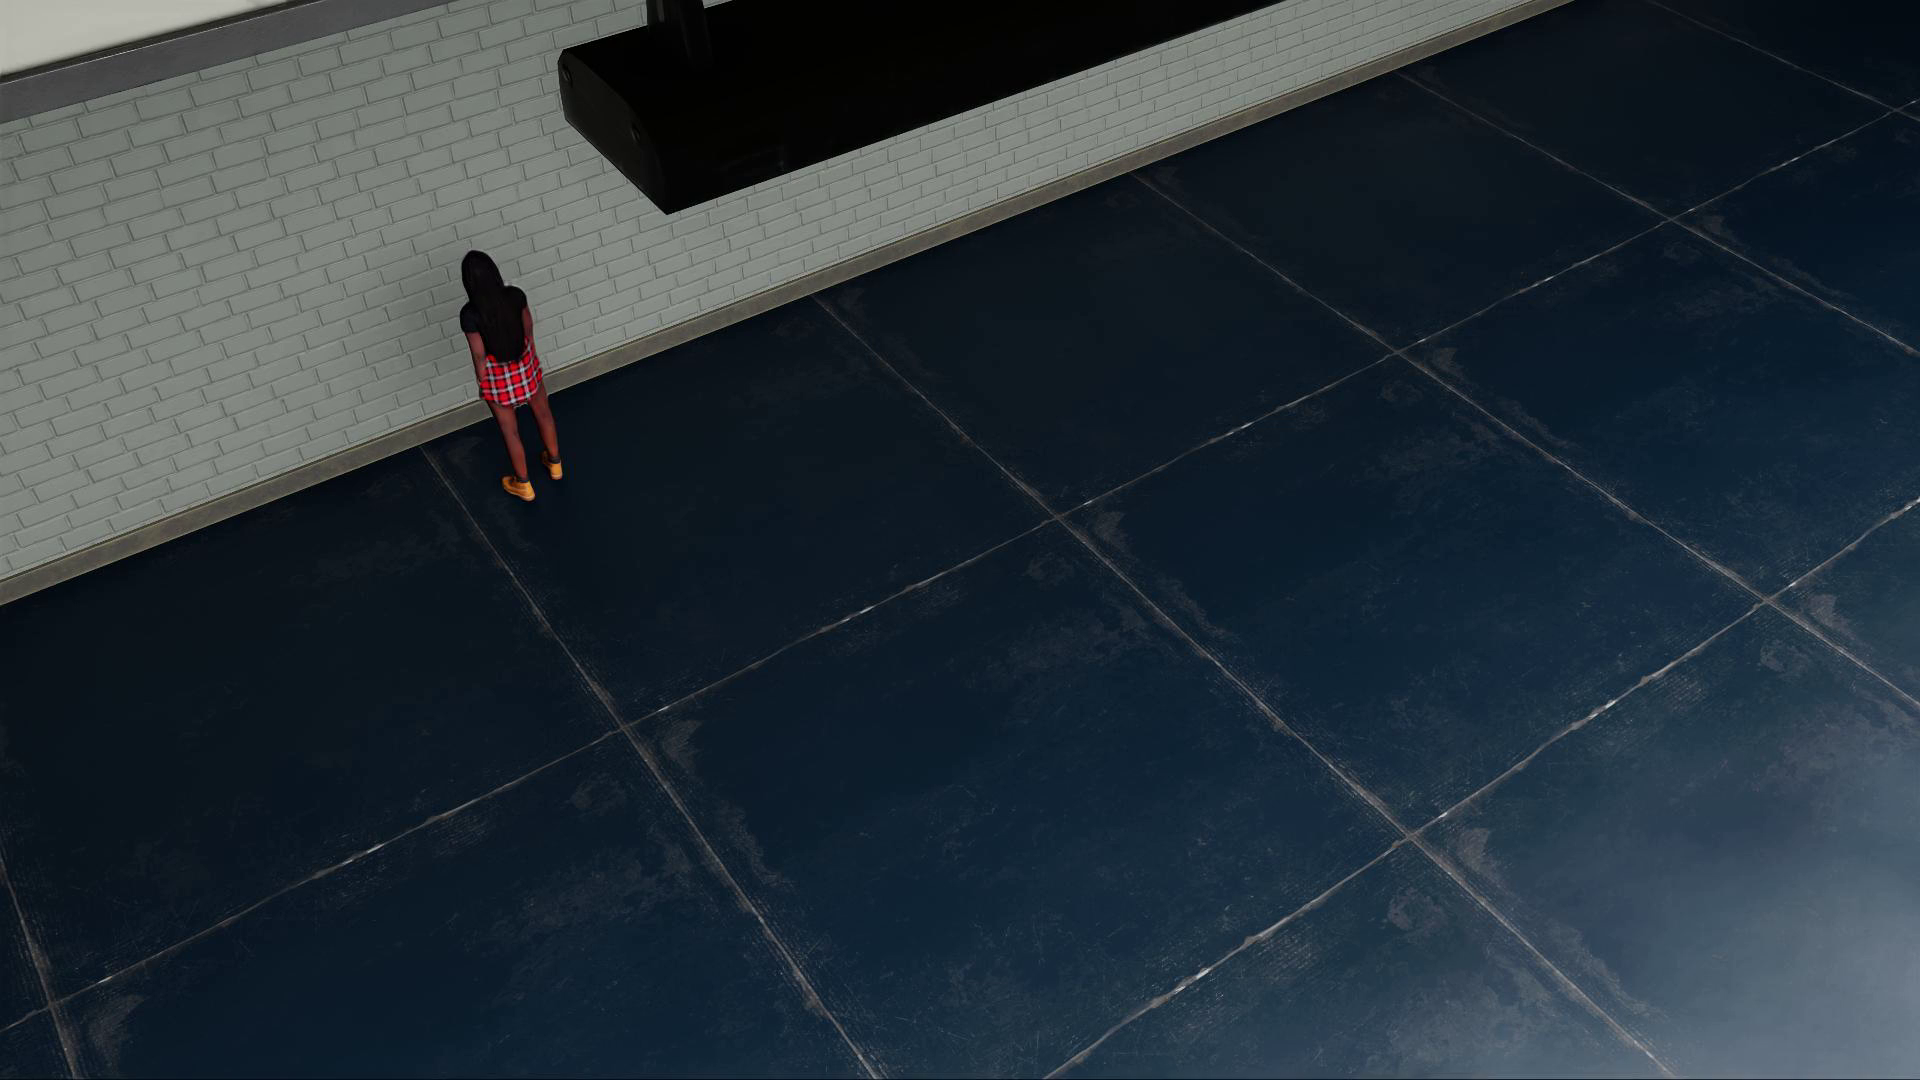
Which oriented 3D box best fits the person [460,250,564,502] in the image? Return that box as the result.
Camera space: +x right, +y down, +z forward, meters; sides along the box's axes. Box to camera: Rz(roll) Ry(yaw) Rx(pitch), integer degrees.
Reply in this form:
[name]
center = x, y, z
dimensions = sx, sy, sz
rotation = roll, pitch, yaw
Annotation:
[person]
center = -2.716, -0.994, 10.041
dimensions = 0.642, 1.726, 0.655
rotation = 34, 53, 31
